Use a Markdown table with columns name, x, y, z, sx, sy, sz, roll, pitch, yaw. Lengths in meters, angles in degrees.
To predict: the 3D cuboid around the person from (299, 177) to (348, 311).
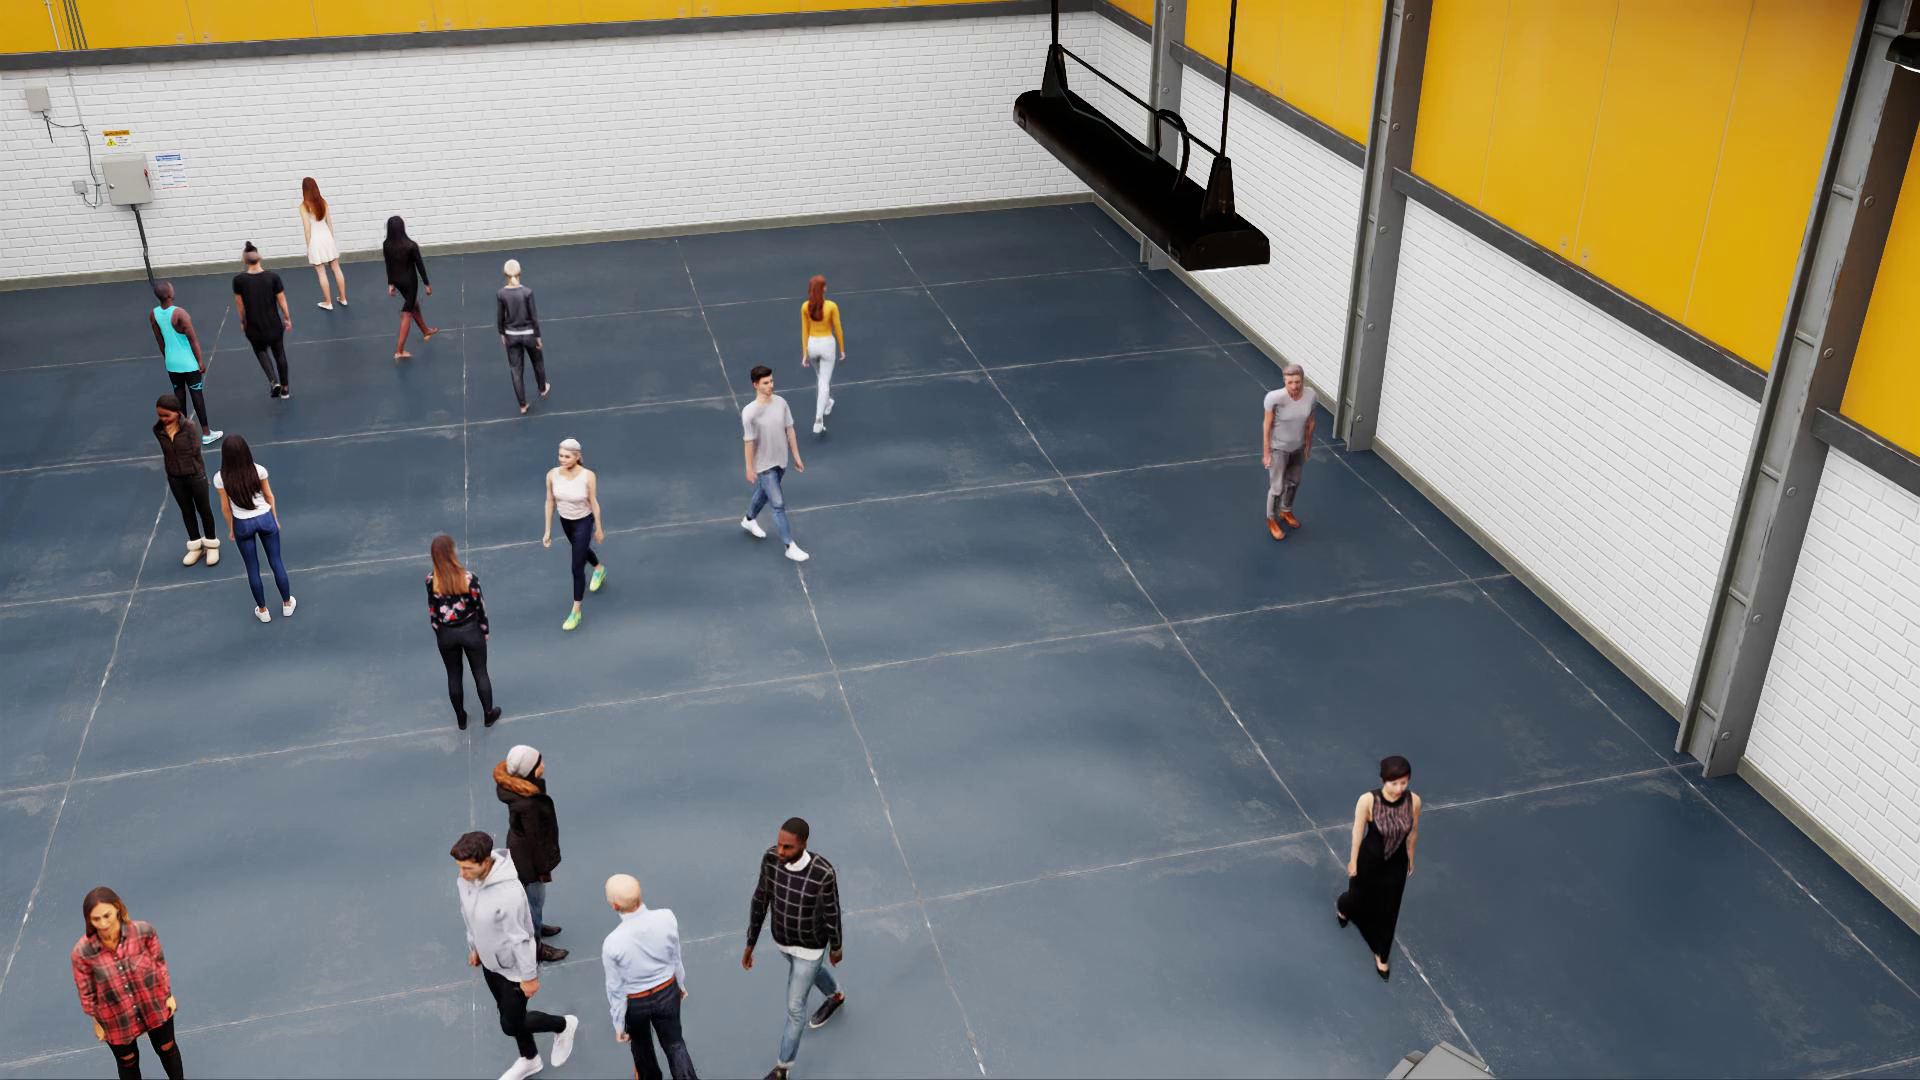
| name | x | y | z | sx | sy | sz | roll | pitch | yaw |
| --- | --- | --- | --- | --- | --- | --- | --- | --- | --- |
| person | -8.181 | -3.808 | 21.297 | 0.680 | 1.712 | 0.647 | 23 | 36 | 36 |

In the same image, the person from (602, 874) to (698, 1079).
| name | x | y | z | sx | sy | sz | roll | pitch | yaw |
| --- | --- | --- | --- | --- | --- | --- | --- | --- | --- |
| person | -1.718 | 2.667 | 9.383 | 0.845 | 1.754 | 1.204 | -15 | 32 | -25 |

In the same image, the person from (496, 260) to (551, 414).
| name | x | y | z | sx | sy | sz | roll | pitch | yaw |
| --- | --- | --- | --- | --- | --- | --- | --- | --- | --- |
| person | -4.869 | -2.226 | 18.408 | 0.747 | 1.701 | 0.984 | -2 | 29 | -4 |

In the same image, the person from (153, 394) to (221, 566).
| name | x | y | z | sx | sy | sz | roll | pitch | yaw |
| --- | --- | --- | --- | --- | --- | --- | --- | --- | --- |
| person | -7.190 | -0.601 | 15.469 | 0.673 | 1.661 | 0.608 | -7 | 29 | -13 |

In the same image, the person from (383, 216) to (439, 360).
| name | x | y | z | sx | sy | sz | roll | pitch | yaw |
| --- | --- | --- | --- | --- | --- | --- | --- | --- | --- |
| person | -6.634 | -2.973 | 19.810 | 1.089 | 1.669 | 1.304 | 9 | 30 | 16 |

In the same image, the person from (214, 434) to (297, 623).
| name | x | y | z | sx | sy | sz | roll | pitch | yaw |
| --- | --- | --- | --- | --- | --- | --- | --- | --- | --- |
| person | -6.127 | -0.109 | 14.449 | 0.624 | 1.775 | 0.575 | -13 | 31 | -22 |

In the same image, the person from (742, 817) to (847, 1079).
| name | x | y | z | sx | sy | sz | roll | pitch | yaw |
| --- | --- | --- | --- | --- | --- | --- | --- | --- | --- |
| person | -0.901 | 2.343 | 9.965 | 1.231 | 1.764 | 1.257 | 17 | 33 | 28 |

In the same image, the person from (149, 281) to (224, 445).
| name | x | y | z | sx | sy | sz | roll | pitch | yaw |
| --- | --- | --- | --- | --- | --- | --- | --- | --- | --- |
| person | -8.273 | -1.882 | 17.663 | 0.669 | 1.811 | 0.643 | 4 | 29 | 7 |

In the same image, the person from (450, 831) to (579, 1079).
| name | x | y | z | sx | sy | sz | roll | pitch | yaw |
| --- | --- | --- | --- | --- | --- | --- | --- | --- | --- |
| person | -2.574 | 2.394 | 9.724 | 0.928 | 1.907 | 0.985 | 20 | 35 | 33 |

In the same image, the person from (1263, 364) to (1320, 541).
| name | x | y | z | sx | sy | sz | roll | pitch | yaw |
| --- | --- | --- | --- | --- | --- | --- | --- | --- | --- |
| person | 3.079 | -0.889 | 15.867 | 0.715 | 1.786 | 0.754 | -15 | 32 | -25 |

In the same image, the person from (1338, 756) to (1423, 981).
| name | x | y | z | sx | sy | sz | roll | pitch | yaw |
| --- | --- | --- | --- | --- | --- | --- | --- | --- | --- |
| person | 2.692 | 2.030 | 10.721 | 0.686 | 1.591 | 0.899 | -2 | 29 | -4 |

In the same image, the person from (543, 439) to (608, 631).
| name | x | y | z | sx | sy | sz | roll | pitch | yaw |
| --- | --- | --- | --- | --- | --- | --- | --- | --- | --- |
| person | -3.337 | -0.151 | 14.647 | 1.032 | 1.659 | 1.281 | 7 | 29 | 13 |

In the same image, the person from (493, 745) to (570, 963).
| name | x | y | z | sx | sy | sz | roll | pitch | yaw |
| --- | --- | --- | --- | --- | --- | --- | --- | --- | --- |
| person | -2.777 | 2.002 | 10.732 | 0.682 | 1.629 | 0.518 | -9 | 30 | -17 |

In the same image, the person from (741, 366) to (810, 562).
| name | x | y | z | sx | sy | sz | roll | pitch | yaw |
| --- | --- | --- | --- | --- | --- | --- | --- | --- | --- |
| person | -1.838 | -0.758 | 15.562 | 1.279 | 1.849 | 1.135 | 21 | 35 | 33 |

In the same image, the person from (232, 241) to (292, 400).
| name | x | y | z | sx | sy | sz | roll | pitch | yaw |
| --- | --- | --- | --- | --- | --- | --- | --- | --- | --- |
| person | -7.773 | -2.417 | 18.591 | 0.776 | 1.861 | 0.847 | -13 | 31 | -22 |

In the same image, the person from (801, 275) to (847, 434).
| name | x | y | z | sx | sy | sz | roll | pitch | yaw |
| --- | --- | --- | --- | --- | --- | --- | --- | --- | --- |
| person | -1.504 | -1.966 | 17.928 | 0.910 | 1.704 | 1.265 | 4 | 29 | 7 |

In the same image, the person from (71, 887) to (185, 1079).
| name | x | y | z | sx | sy | sz | roll | pitch | yaw |
| --- | --- | --- | --- | --- | --- | --- | --- | --- | --- |
| person | -4.694 | 2.660 | 9.448 | 0.683 | 1.703 | 0.661 | -18 | 33 | -29 |

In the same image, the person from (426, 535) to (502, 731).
| name | x | y | z | sx | sy | sz | roll | pitch | yaw |
| --- | --- | --- | --- | --- | --- | --- | --- | --- | --- |
| person | -3.912 | 0.723 | 13.020 | 0.608 | 1.683 | 0.560 | -3 | 29 | -5 |
